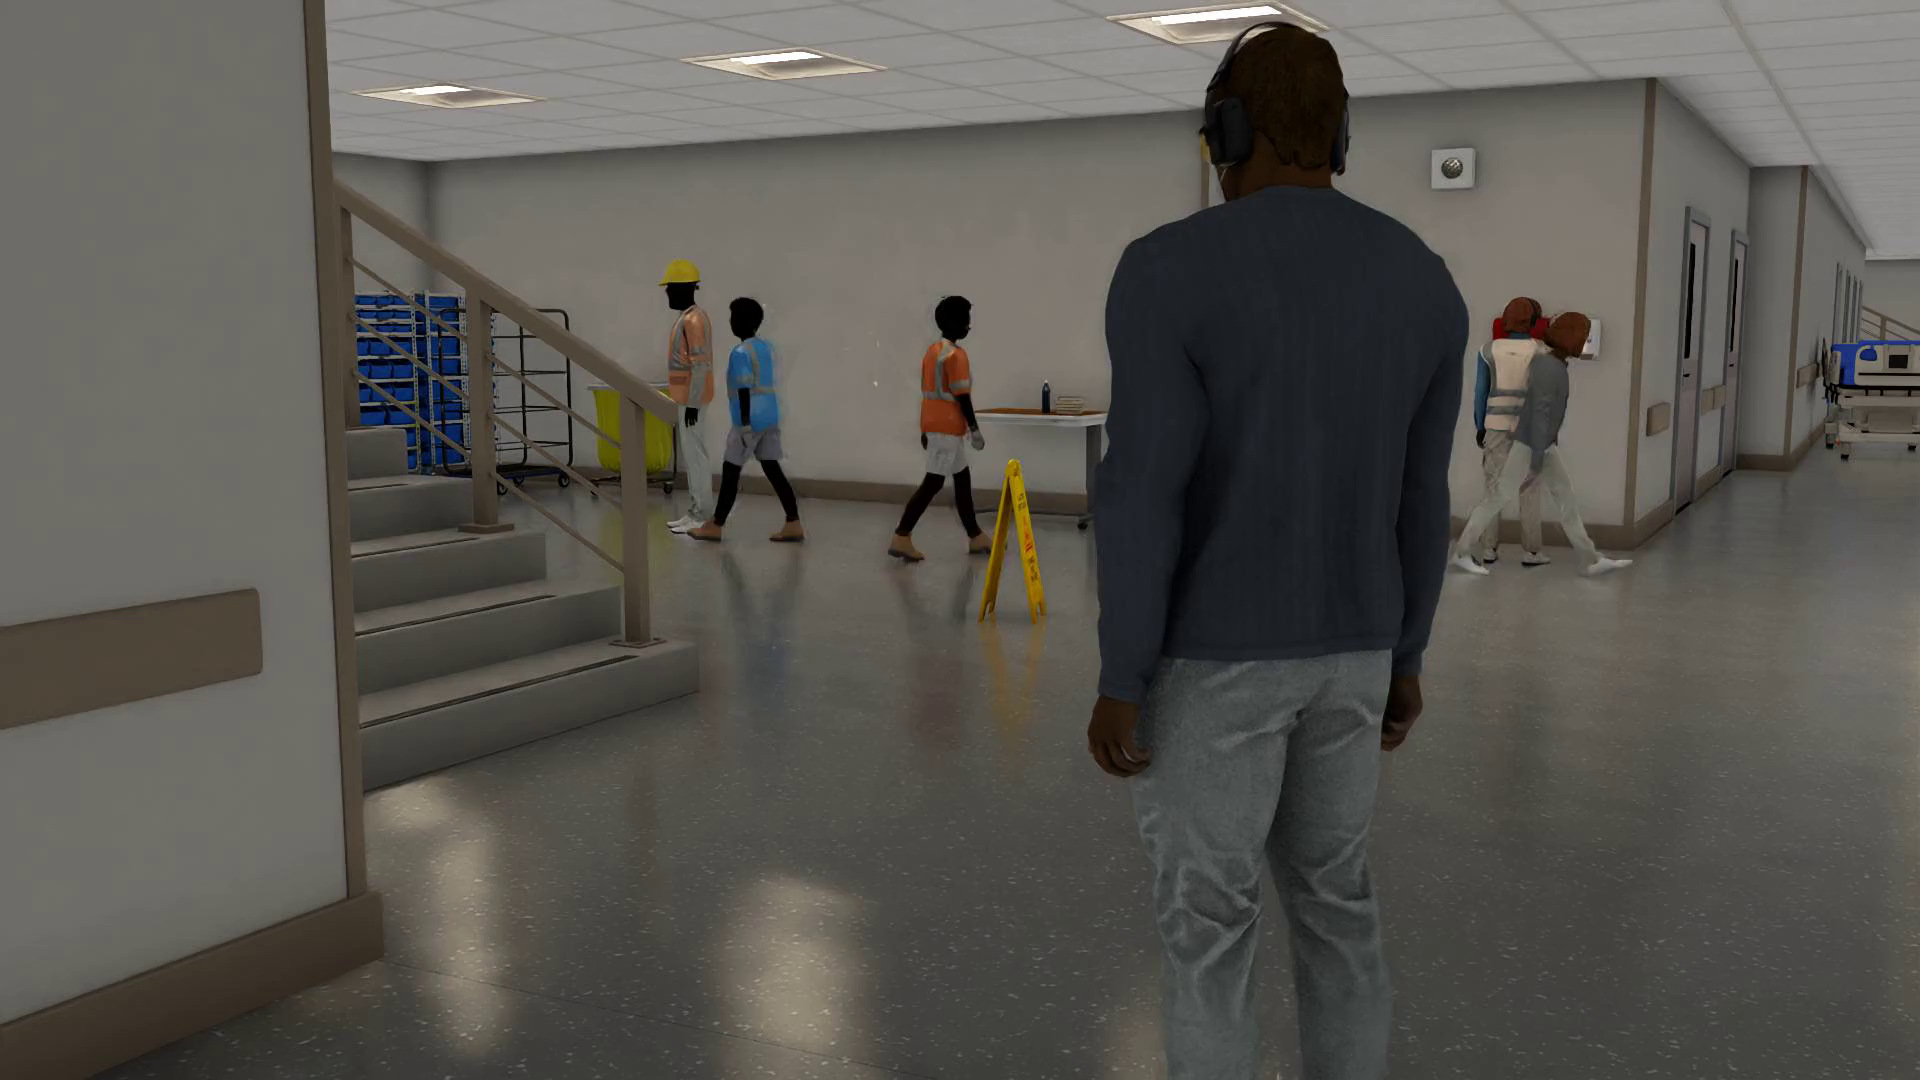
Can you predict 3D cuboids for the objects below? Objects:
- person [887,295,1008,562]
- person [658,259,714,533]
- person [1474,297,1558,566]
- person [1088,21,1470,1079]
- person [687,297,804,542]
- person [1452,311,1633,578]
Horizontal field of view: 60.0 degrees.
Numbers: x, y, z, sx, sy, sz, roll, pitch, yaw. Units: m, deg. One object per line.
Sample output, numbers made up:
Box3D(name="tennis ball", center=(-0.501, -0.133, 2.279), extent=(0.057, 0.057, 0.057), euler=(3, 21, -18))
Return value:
Box3D(name="person", center=(-0.096, -0.690, 10.343), extent=(0.832, 1.651, 0.530), euler=(-2, 8, -16))
Box3D(name="person", center=(-1.925, -1.009, 11.747), extent=(0.373, 1.925, 0.595), euler=(-2, 8, -13))
Box3D(name="person", center=(3.399, -0.661, 10.172), extent=(0.517, 1.639, 0.311), euler=(5, 9, 36))
Box3D(name="person", center=(0.485, 0.184, 2.573), extent=(0.637, 1.930, 0.374), euler=(-4, 8, -27))
Box3D(name="person", center=(-1.417, -0.798, 11.190), extent=(0.807, 1.652, 0.539), euler=(2, 8, 18))
Box3D(name="person", center=(3.369, -0.546, 9.651), extent=(1.002, 1.541, 0.512), euler=(4, 8, 29))
